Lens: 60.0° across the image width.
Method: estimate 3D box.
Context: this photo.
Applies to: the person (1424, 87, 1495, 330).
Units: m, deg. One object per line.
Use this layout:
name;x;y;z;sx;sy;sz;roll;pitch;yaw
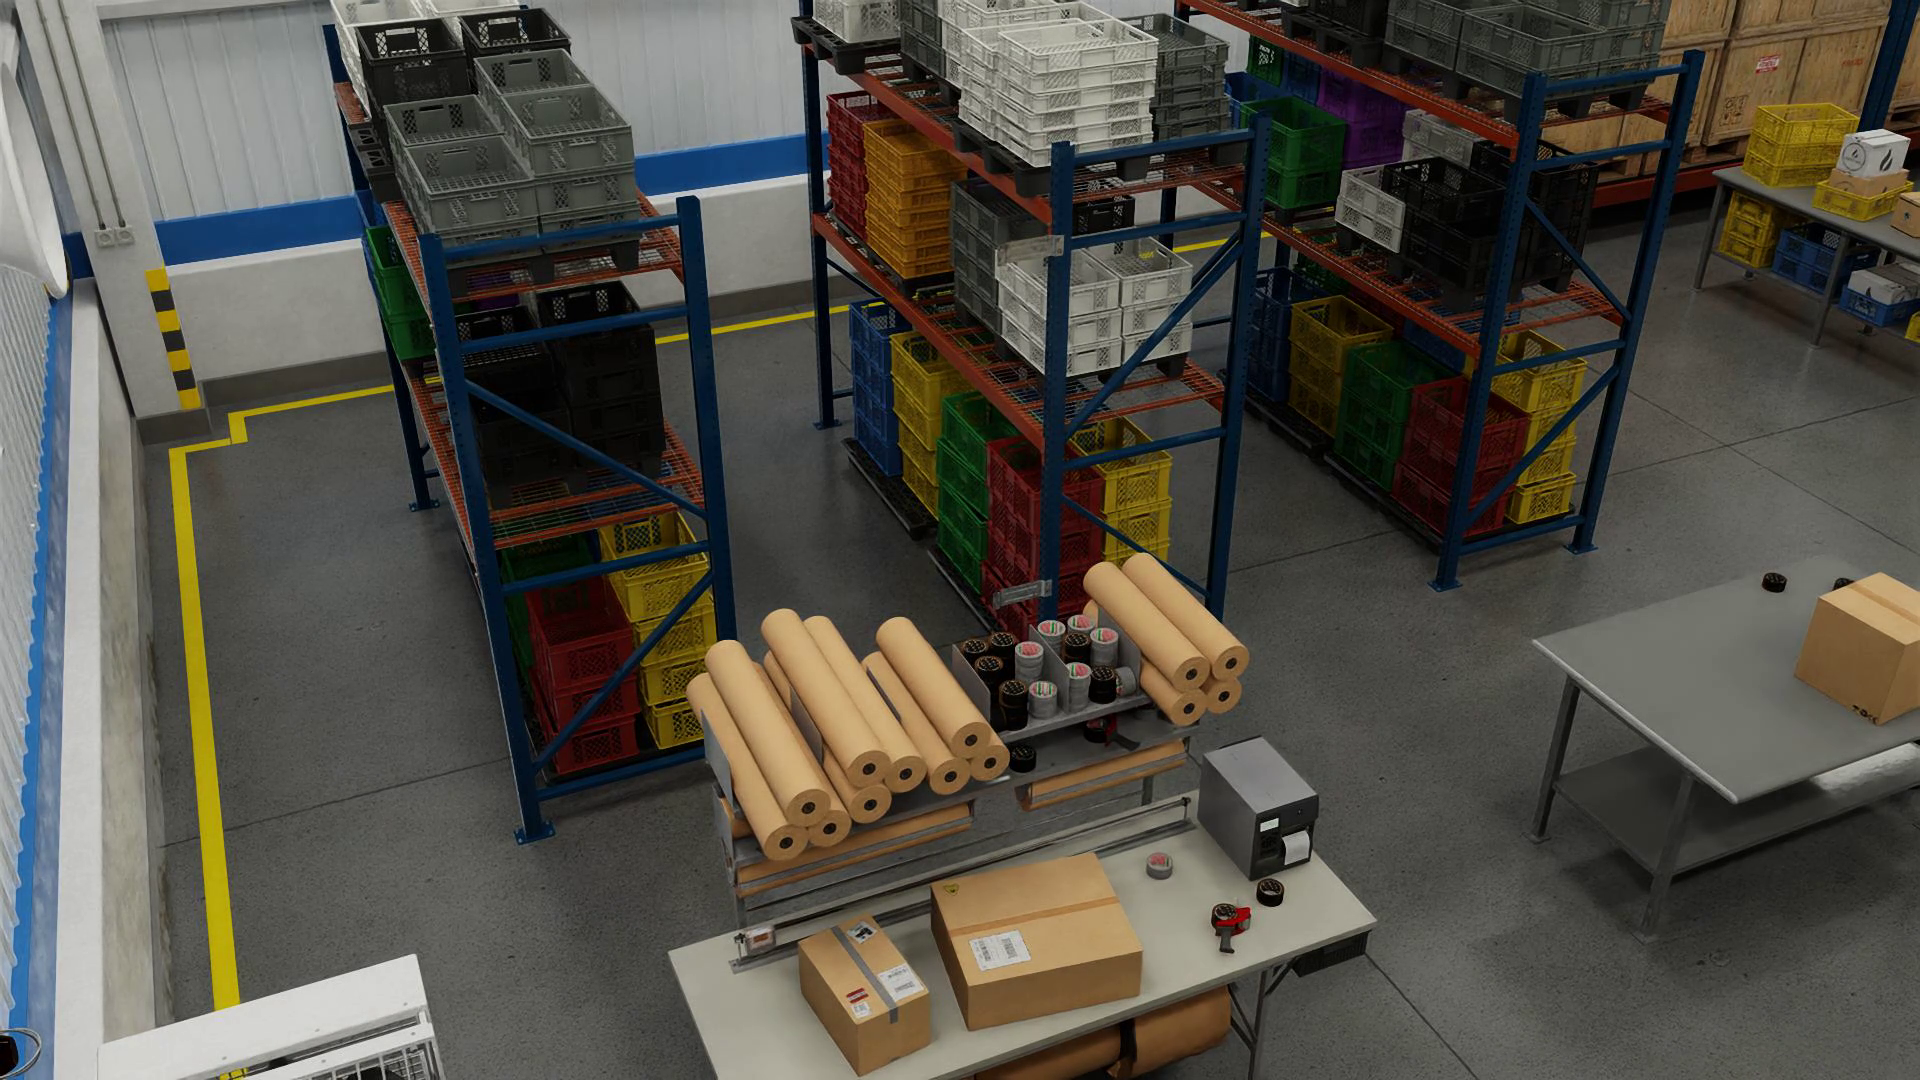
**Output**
person;3.637;-2.375;12.229;0.372;1.934;0.627;-5;32;-8
